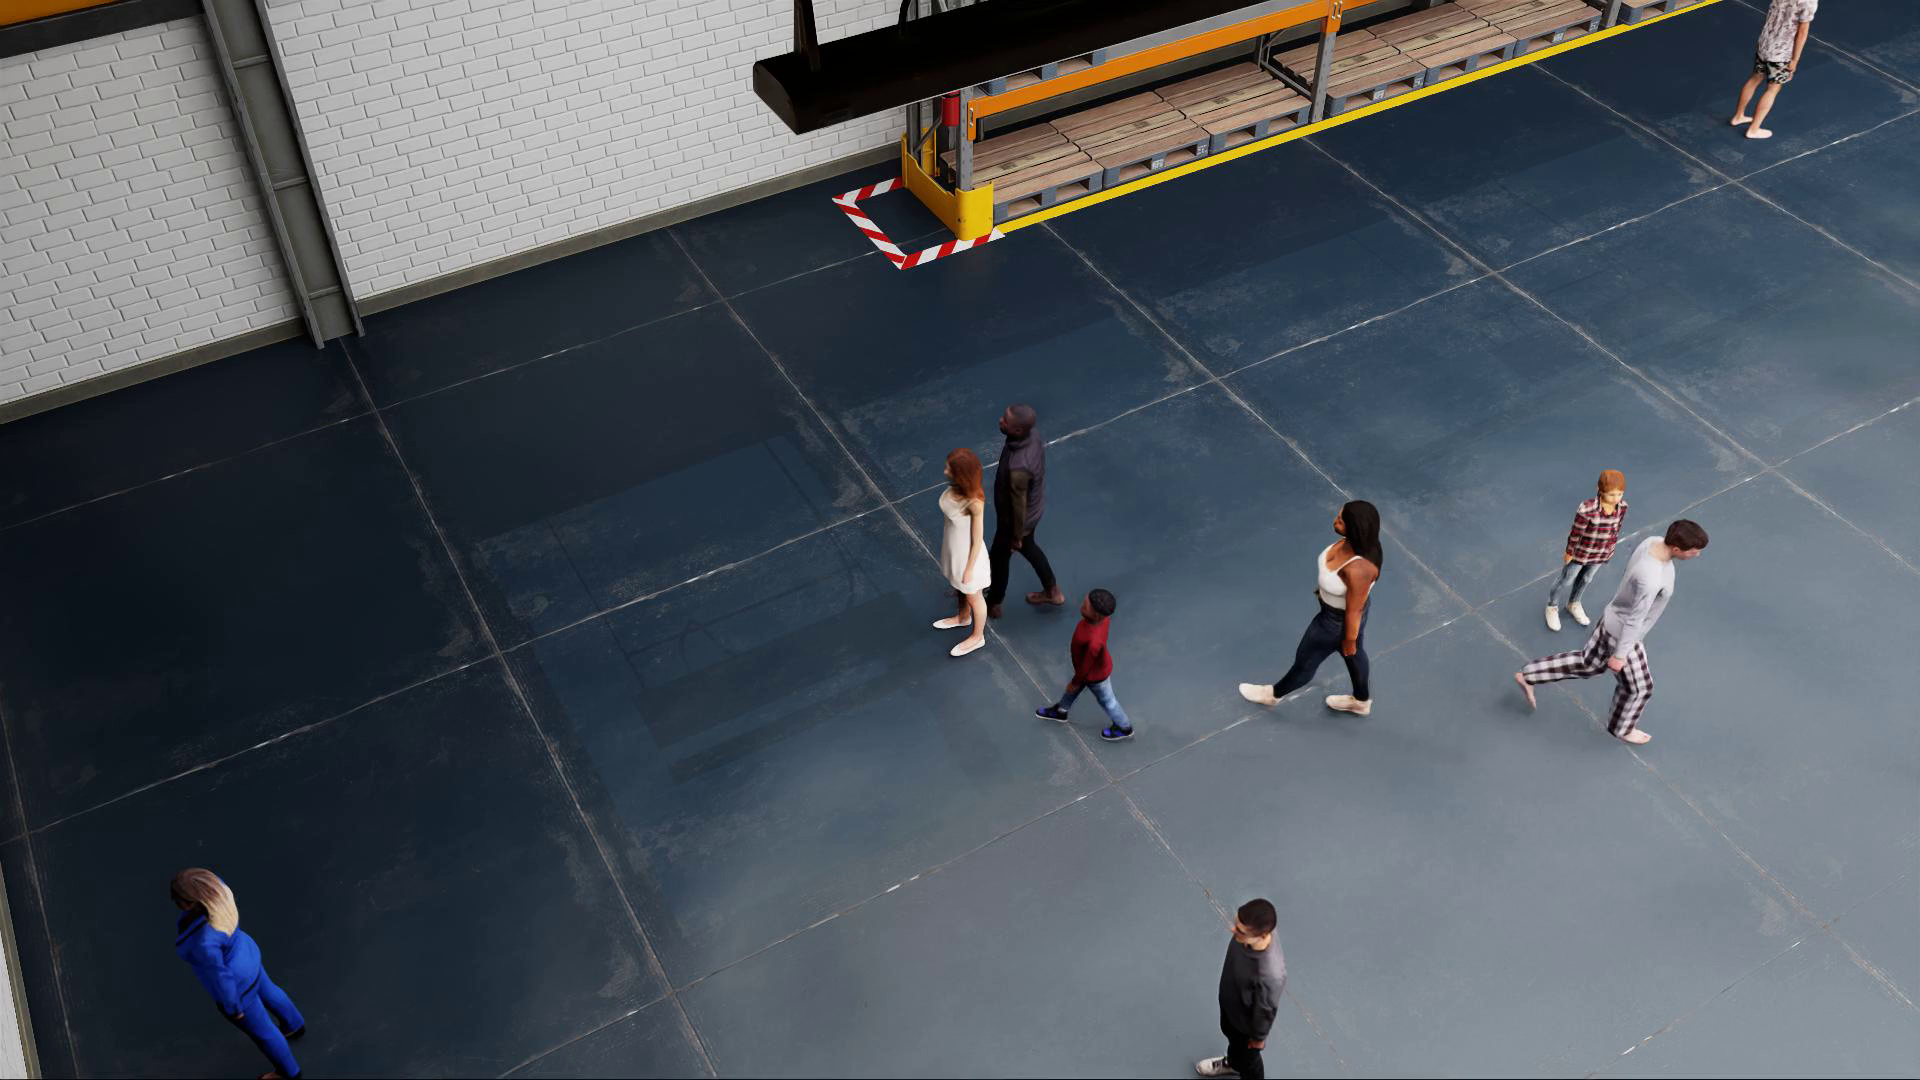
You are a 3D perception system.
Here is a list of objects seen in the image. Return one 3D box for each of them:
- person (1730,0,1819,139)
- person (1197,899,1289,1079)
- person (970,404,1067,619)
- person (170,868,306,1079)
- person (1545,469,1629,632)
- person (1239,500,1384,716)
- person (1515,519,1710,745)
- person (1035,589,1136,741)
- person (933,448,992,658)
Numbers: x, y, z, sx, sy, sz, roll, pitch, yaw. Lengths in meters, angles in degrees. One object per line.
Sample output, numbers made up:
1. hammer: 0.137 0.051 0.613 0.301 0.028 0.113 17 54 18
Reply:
1. person: 7.707 -4.669 15.662 0.629 1.811 0.709 -14 45 -14
2. person: 1.449 2.323 8.361 0.661 1.758 0.685 -6 44 -7
3. person: 0.436 -0.174 10.934 1.091 1.824 1.011 6 44 7
4. person: -3.682 2.216 8.517 0.645 1.699 0.691 -9 44 -9
5. person: 4.190 0.041 11.086 0.549 1.305 0.653 -8 44 -8
6. person: 2.462 0.486 10.279 1.160 1.773 1.103 10 45 11
7. person: 3.985 0.520 10.228 1.199 1.794 1.175 14 45 14
8. person: 0.893 0.803 10.342 0.929 1.226 0.793 3 44 3
9. person: 0.034 0.052 10.783 0.563 1.705 0.581 -16 46 -16
